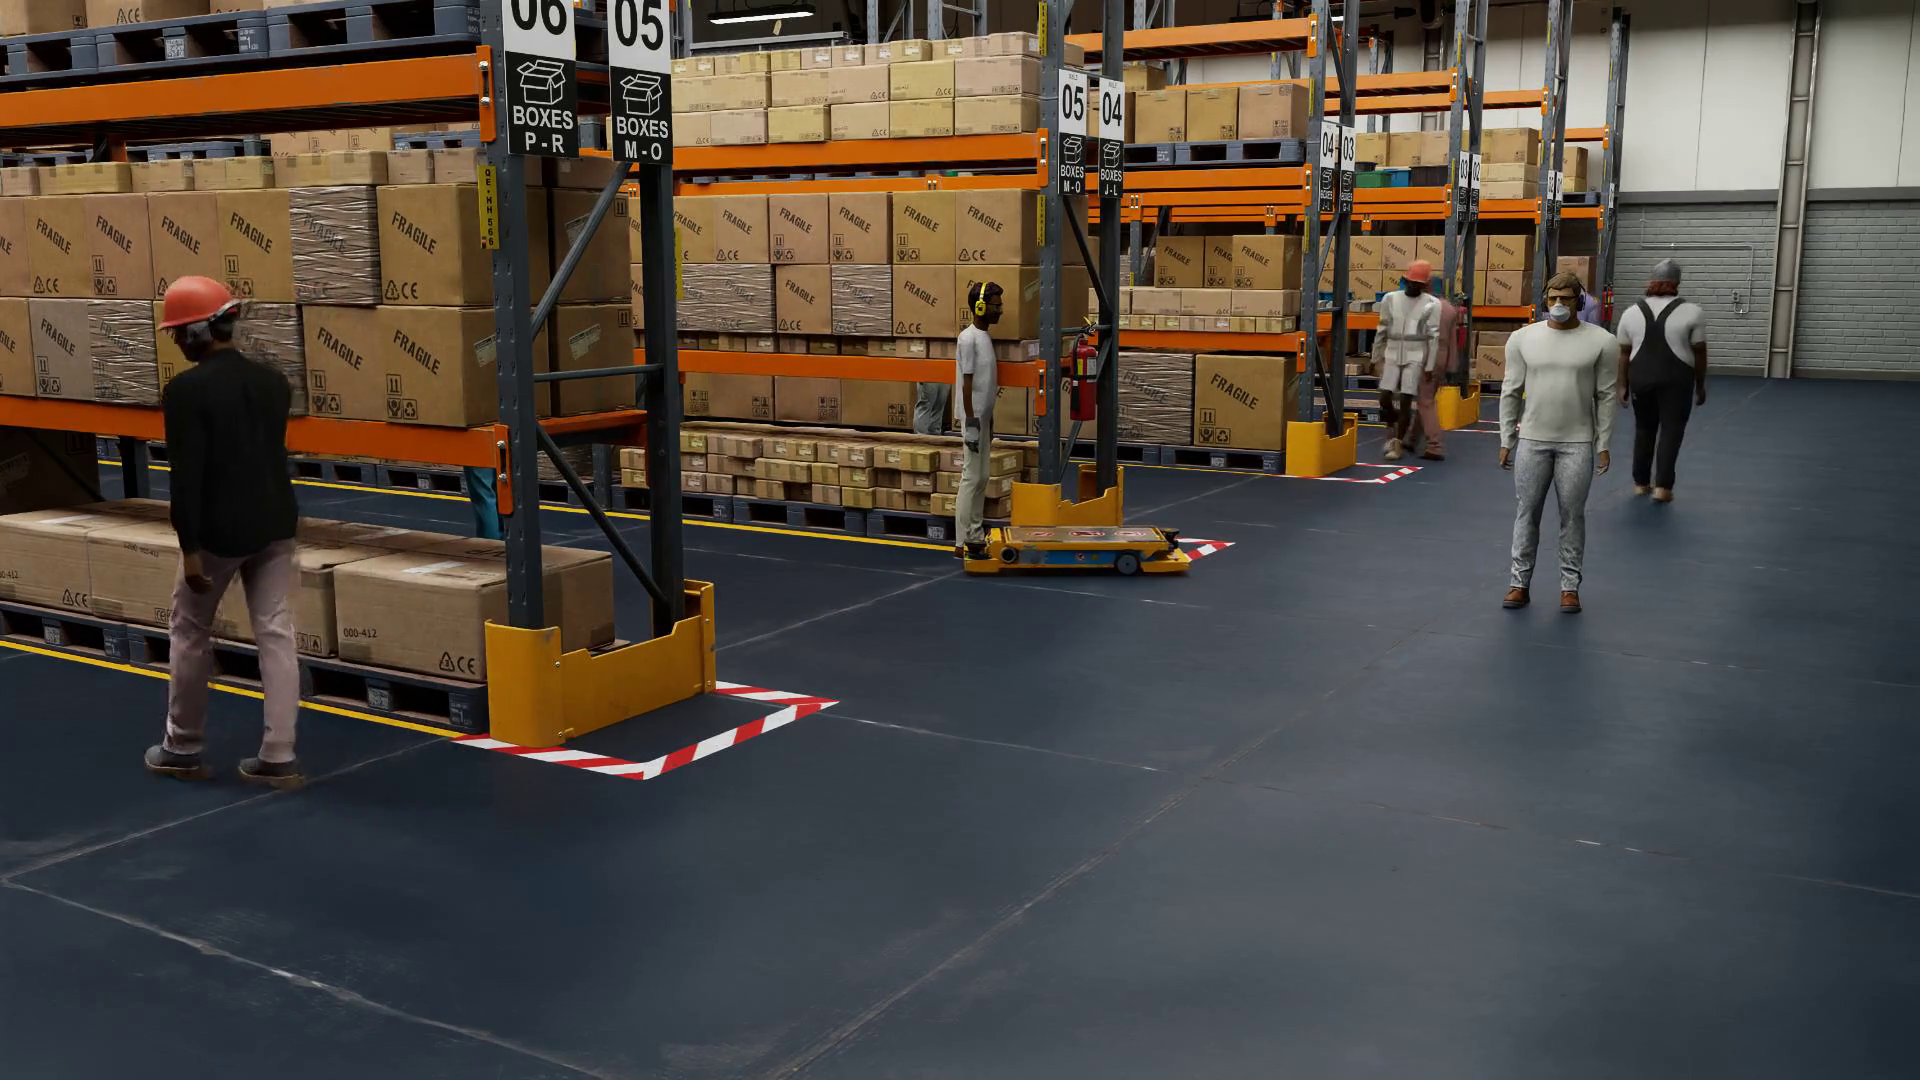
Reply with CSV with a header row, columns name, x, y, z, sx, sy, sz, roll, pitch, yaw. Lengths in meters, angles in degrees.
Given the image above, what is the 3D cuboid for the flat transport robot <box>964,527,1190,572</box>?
name,x,y,z,sx,sy,sz,roll,pitch,yaw
flat transport robot,0.742,0.054,10.842,1.431,0.197,0.652,0,10,0

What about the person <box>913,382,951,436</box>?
name,x,y,z,sx,sy,sz,roll,pitch,yaw
person,-0.249,-1.688,16.166,0.372,1.940,0.631,6,11,30

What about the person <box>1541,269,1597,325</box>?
name,x,y,z,sx,sy,sz,roll,pitch,yaw
person,7.243,-2.283,19.852,0.618,1.866,1.116,-2,10,-9

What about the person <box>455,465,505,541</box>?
name,x,y,z,sx,sy,sz,roll,pitch,yaw
person,-2.975,-0.655,10.398,0.377,1.841,0.567,2,10,12

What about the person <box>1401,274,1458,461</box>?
name,x,y,z,sx,sy,sz,roll,pitch,yaw
person,4.624,-1.751,16.795,0.635,1.852,0.935,-5,11,-29

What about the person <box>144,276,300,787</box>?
name,x,y,z,sx,sy,sz,roll,pitch,yaw
person,-2.870,-0.035,6.445,0.840,1.943,0.606,6,11,30

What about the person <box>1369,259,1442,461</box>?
name,x,y,z,sx,sy,sz,roll,pitch,yaw
person,4.373,-1.765,16.435,0.705,1.997,0.493,6,11,30

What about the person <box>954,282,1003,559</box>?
name,x,y,z,sx,sy,sz,roll,pitch,yaw
person,0.136,-0.788,11.142,0.333,1.860,0.509,3,10,16

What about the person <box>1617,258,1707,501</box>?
name,x,y,z,sx,sy,sz,roll,pitch,yaw
person,5.876,-1.355,13.917,0.685,2.000,0.607,8,13,41

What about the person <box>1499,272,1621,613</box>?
name,x,y,z,sx,sy,sz,roll,pitch,yaw
person,3.408,-0.554,9.524,0.635,1.938,0.359,4,11,23
